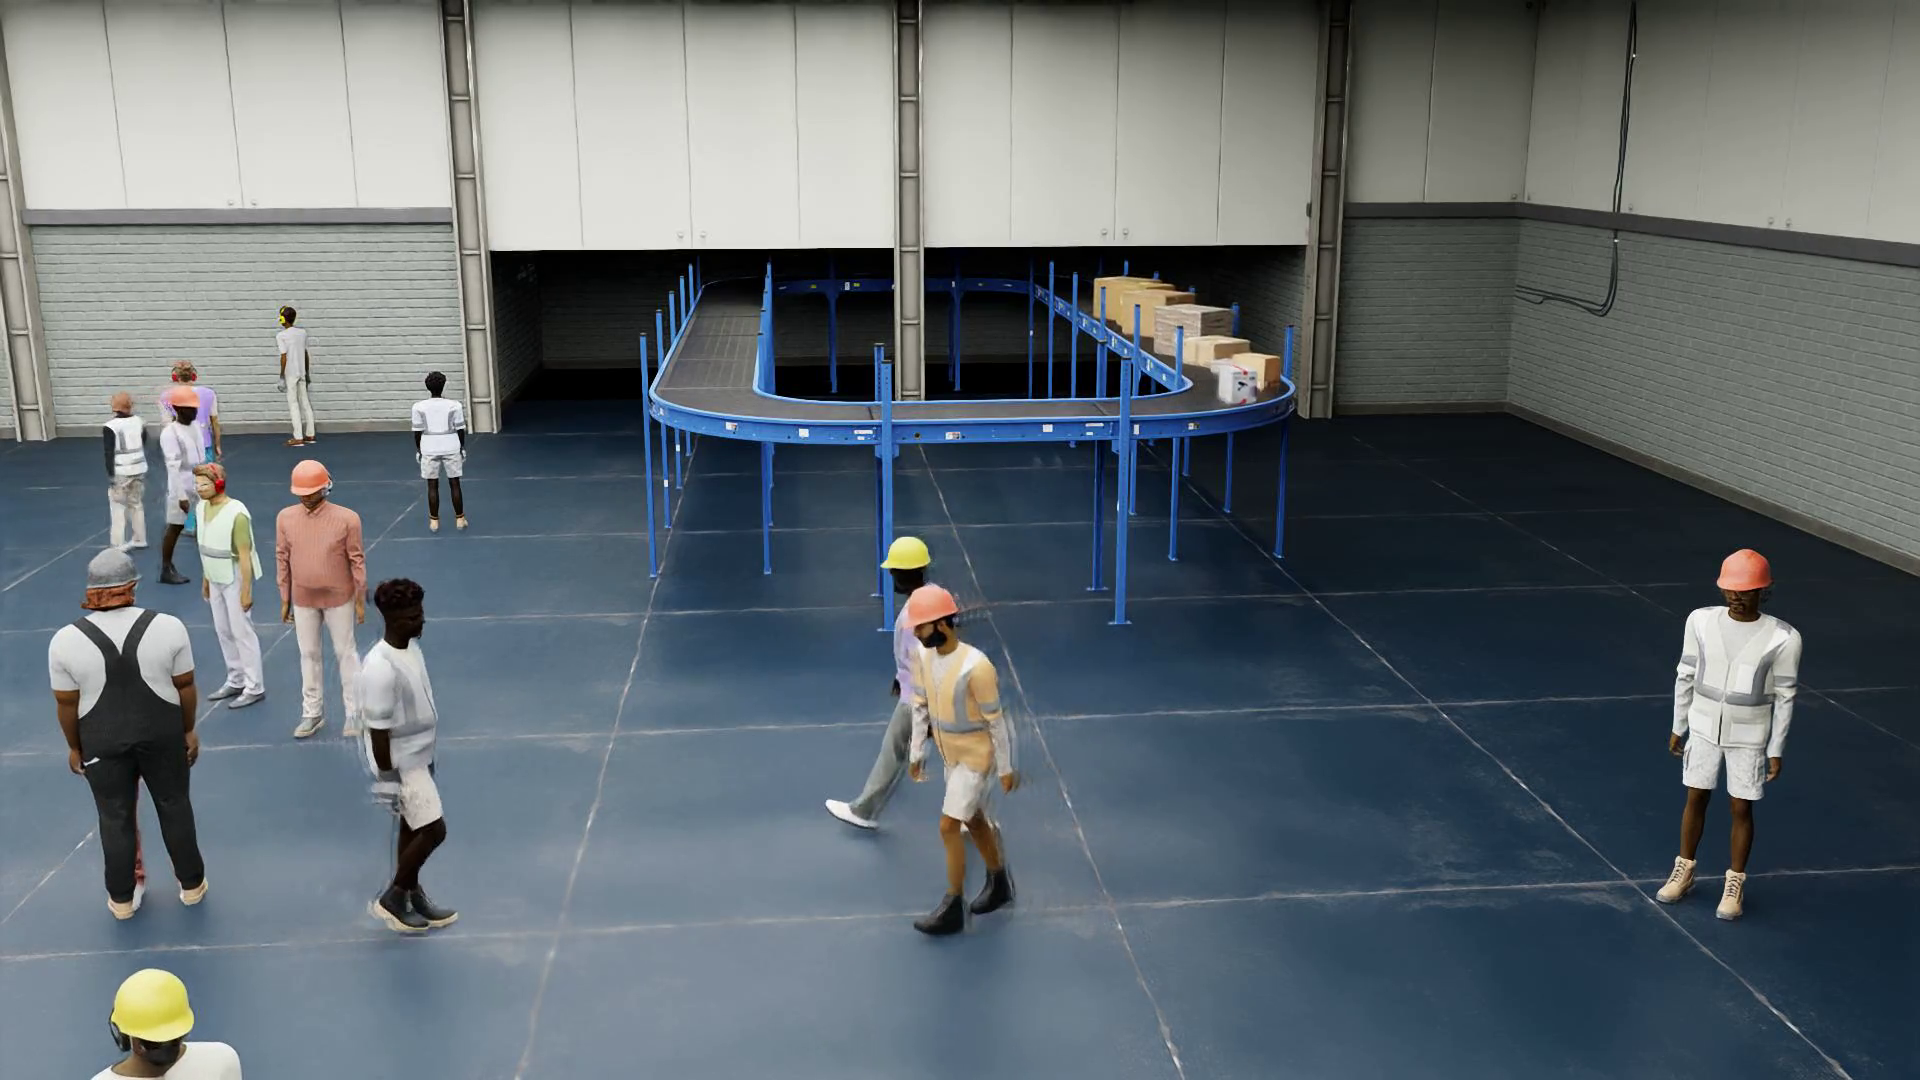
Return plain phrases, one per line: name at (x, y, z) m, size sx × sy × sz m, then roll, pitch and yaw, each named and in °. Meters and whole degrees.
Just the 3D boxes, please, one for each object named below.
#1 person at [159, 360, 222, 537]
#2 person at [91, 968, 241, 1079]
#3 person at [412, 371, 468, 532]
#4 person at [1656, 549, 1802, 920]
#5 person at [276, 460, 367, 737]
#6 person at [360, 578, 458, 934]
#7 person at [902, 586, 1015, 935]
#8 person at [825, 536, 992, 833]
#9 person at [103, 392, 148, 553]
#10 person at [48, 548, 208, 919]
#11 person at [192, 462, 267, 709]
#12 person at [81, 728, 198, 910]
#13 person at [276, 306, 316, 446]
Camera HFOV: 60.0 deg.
person at (-7.996, -0.950, 17.347) m, size 0.570 × 1.845 × 0.380 m, roll -12°, pitch 18°, yaw -40°
person at (-2.451, 2.137, 5.188) m, size 0.524 × 1.761 × 0.348 m, roll -12°, pitch 19°, yaw -40°
person at (-5.493, -0.935, 17.594) m, size 0.540 × 1.695 × 0.317 m, roll -4°, pitch 15°, yaw -15°
person at (4.145, 1.042, 8.981) m, size 0.605 × 2.044 × 0.375 m, roll 12°, pitch 18°, yaw 39°
person at (-4.462, 0.409, 11.630) m, size 0.610 × 1.986 × 0.392 m, roll 0°, pitch 14°, yaw -2°
person at (-2.892, 1.143, 8.747) m, size 0.419 × 1.954 × 0.632 m, roll -1°, pitch 14°, yaw -4°
person at (-0.022, 1.152, 8.848) m, size 0.826 × 1.881 × 0.561 m, roll -10°, pitch 17°, yaw -34°
person at (-0.278, 0.881, 9.982) m, size 1.035 × 1.863 × 0.598 m, roll 4°, pitch 15°, yaw 17°
person at (-8.417, -0.684, 16.745) m, size 0.443 × 1.617 × 0.558 m, roll 5°, pitch 15°, yaw 21°
person at (-4.499, 1.032, 9.024) m, size 0.683 × 2.000 × 0.536 m, roll -7°, pitch 16°, yaw -26°
person at (-5.390, 0.317, 12.300) m, size 0.573 × 1.838 × 0.386 m, roll 10°, pitch 17°, yaw 36°
person at (-4.508, 1.083, 9.101) m, size 0.601 × 1.905 × 0.388 m, roll -5°, pitch 15°, yaw -18°
person at (-8.930, -2.196, 22.288) m, size 0.311 × 1.869 × 0.533 m, roll 6°, pitch 15°, yaw 23°
